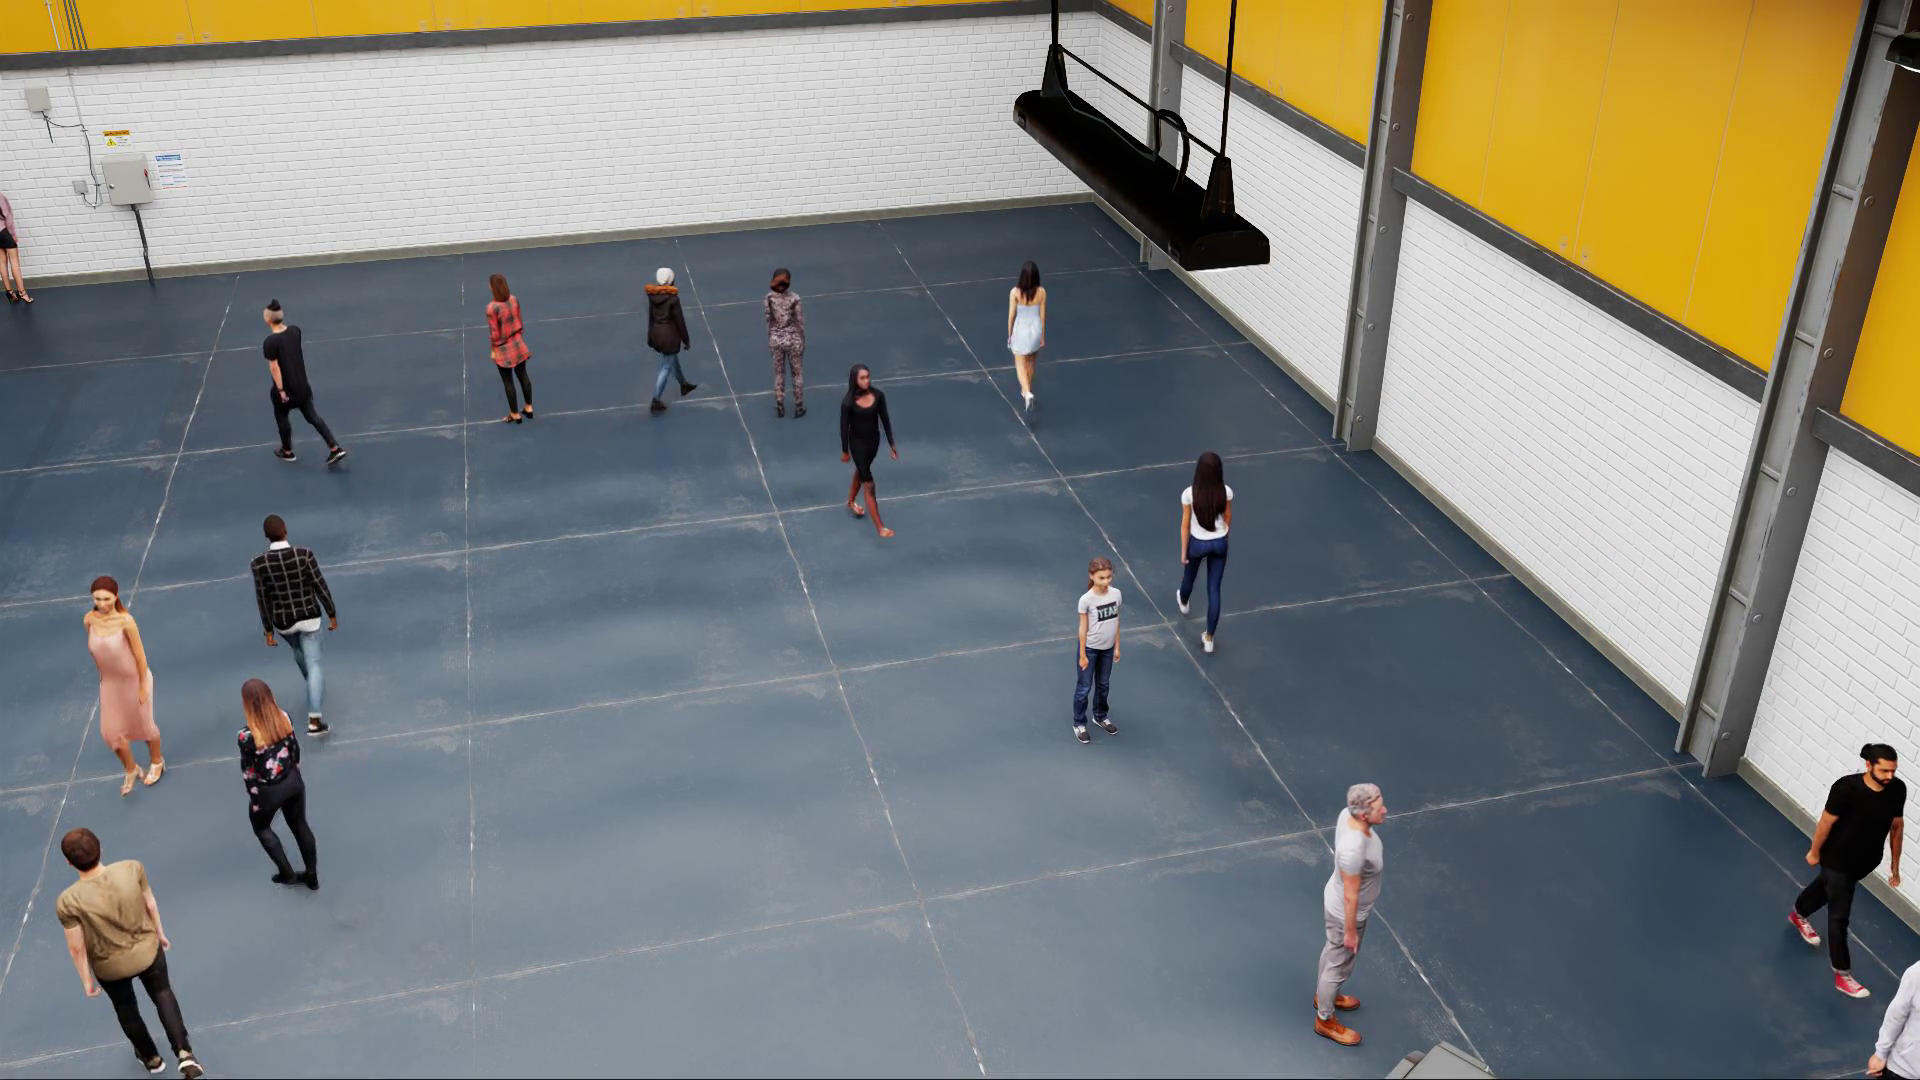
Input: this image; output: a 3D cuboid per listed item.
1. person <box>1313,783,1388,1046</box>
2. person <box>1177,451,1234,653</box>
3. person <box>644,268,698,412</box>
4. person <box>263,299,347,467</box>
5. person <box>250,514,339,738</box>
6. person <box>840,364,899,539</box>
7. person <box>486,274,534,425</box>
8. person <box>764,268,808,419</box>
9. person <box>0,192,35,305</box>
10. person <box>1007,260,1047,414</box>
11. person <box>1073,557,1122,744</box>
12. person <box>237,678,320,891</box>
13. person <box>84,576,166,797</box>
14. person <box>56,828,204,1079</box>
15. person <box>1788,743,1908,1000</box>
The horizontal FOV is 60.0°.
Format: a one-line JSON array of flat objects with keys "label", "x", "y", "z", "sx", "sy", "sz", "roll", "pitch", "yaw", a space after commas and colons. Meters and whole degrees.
[{"label": "person", "x": 2.346, "y": 2.227, "z": 10.107, "sx": 0.833, "sy": 1.832, "sz": 0.670, "roll": 5, "pitch": 29, "yaw": 10}, {"label": "person", "x": 2.109, "y": 0.135, "z": 14.050, "sx": 0.789, "sy": 1.729, "sz": 1.147, "roll": 0, "pitch": 29, "yaw": -1}, {"label": "person", "x": -3.294, "y": -2.192, "z": 18.459, "sx": 1.072, "sy": 1.592, "sz": 1.083, "roll": 18, "pitch": 34, "yaw": 30}, {"label": "person", "x": -6.805, "y": -1.590, "z": 17.109, "sx": 1.203, "sy": 1.828, "sz": 1.189, "roll": 13, "pitch": 31, "yaw": 23}, {"label": "person", "x": -5.168, "y": 0.698, "z": 12.969, "sx": 0.688, "sy": 1.776, "sz": 1.229, "roll": -7, "pitch": 29, "yaw": -13}, {"label": "person", "x": -0.962, "y": -0.901, "z": 16.016, "sx": 0.917, "sy": 1.665, "sz": 1.275, "roll": -19, "pitch": 34, "yaw": -31}, {"label": "person", "x": -4.931, "y": -2.096, "z": 18.169, "sx": 0.753, "sy": 1.701, "sz": 0.704, "roll": 17, "pitch": 33, "yaw": 29}, {"label": "person", "x": -1.918, "y": -2.170, "z": 18.290, "sx": 0.647, "sy": 1.715, "sz": 0.652, "roll": 2, "pitch": 29, "yaw": 4}, {"label": "person", "x": -12.342, "y": -3.928, "z": 21.413, "sx": 0.691, "sy": 1.811, "sz": 0.713, "roll": 10, "pitch": 30, "yaw": 18}, {"label": "person", "x": 0.757, "y": -2.225, "z": 18.395, "sx": 0.614, "sy": 1.712, "sz": 1.029, "roll": -5, "pitch": 29, "yaw": -9}, {"label": "person", "x": 1.065, "y": 0.825, "z": 12.961, "sx": 0.579, "sy": 1.560, "sz": 0.582, "roll": -14, "pitch": 32, "yaw": -24}, {"label": "person", "x": -4.567, "y": 1.700, "z": 11.241, "sx": 0.762, "sy": 1.671, "sz": 0.714, "roll": 19, "pitch": 34, "yaw": 31}, {"label": "person", "x": -6.121, "y": 1.022, "z": 12.335, "sx": 0.731, "sy": 1.814, "sz": 0.767, "roll": 5, "pitch": 29, "yaw": 9}, {"label": "person", "x": -4.814, "y": 2.461, "z": 9.671, "sx": 0.953, "sy": 1.839, "sz": 1.096, "roll": -26, "pitch": 38, "yaw": -38}, {"label": "person", "x": 5.664, "y": 1.984, "z": 10.685, "sx": 0.673, "sy": 1.706, "sz": 1.143, "roll": -6, "pitch": 29, "yaw": -10}]
